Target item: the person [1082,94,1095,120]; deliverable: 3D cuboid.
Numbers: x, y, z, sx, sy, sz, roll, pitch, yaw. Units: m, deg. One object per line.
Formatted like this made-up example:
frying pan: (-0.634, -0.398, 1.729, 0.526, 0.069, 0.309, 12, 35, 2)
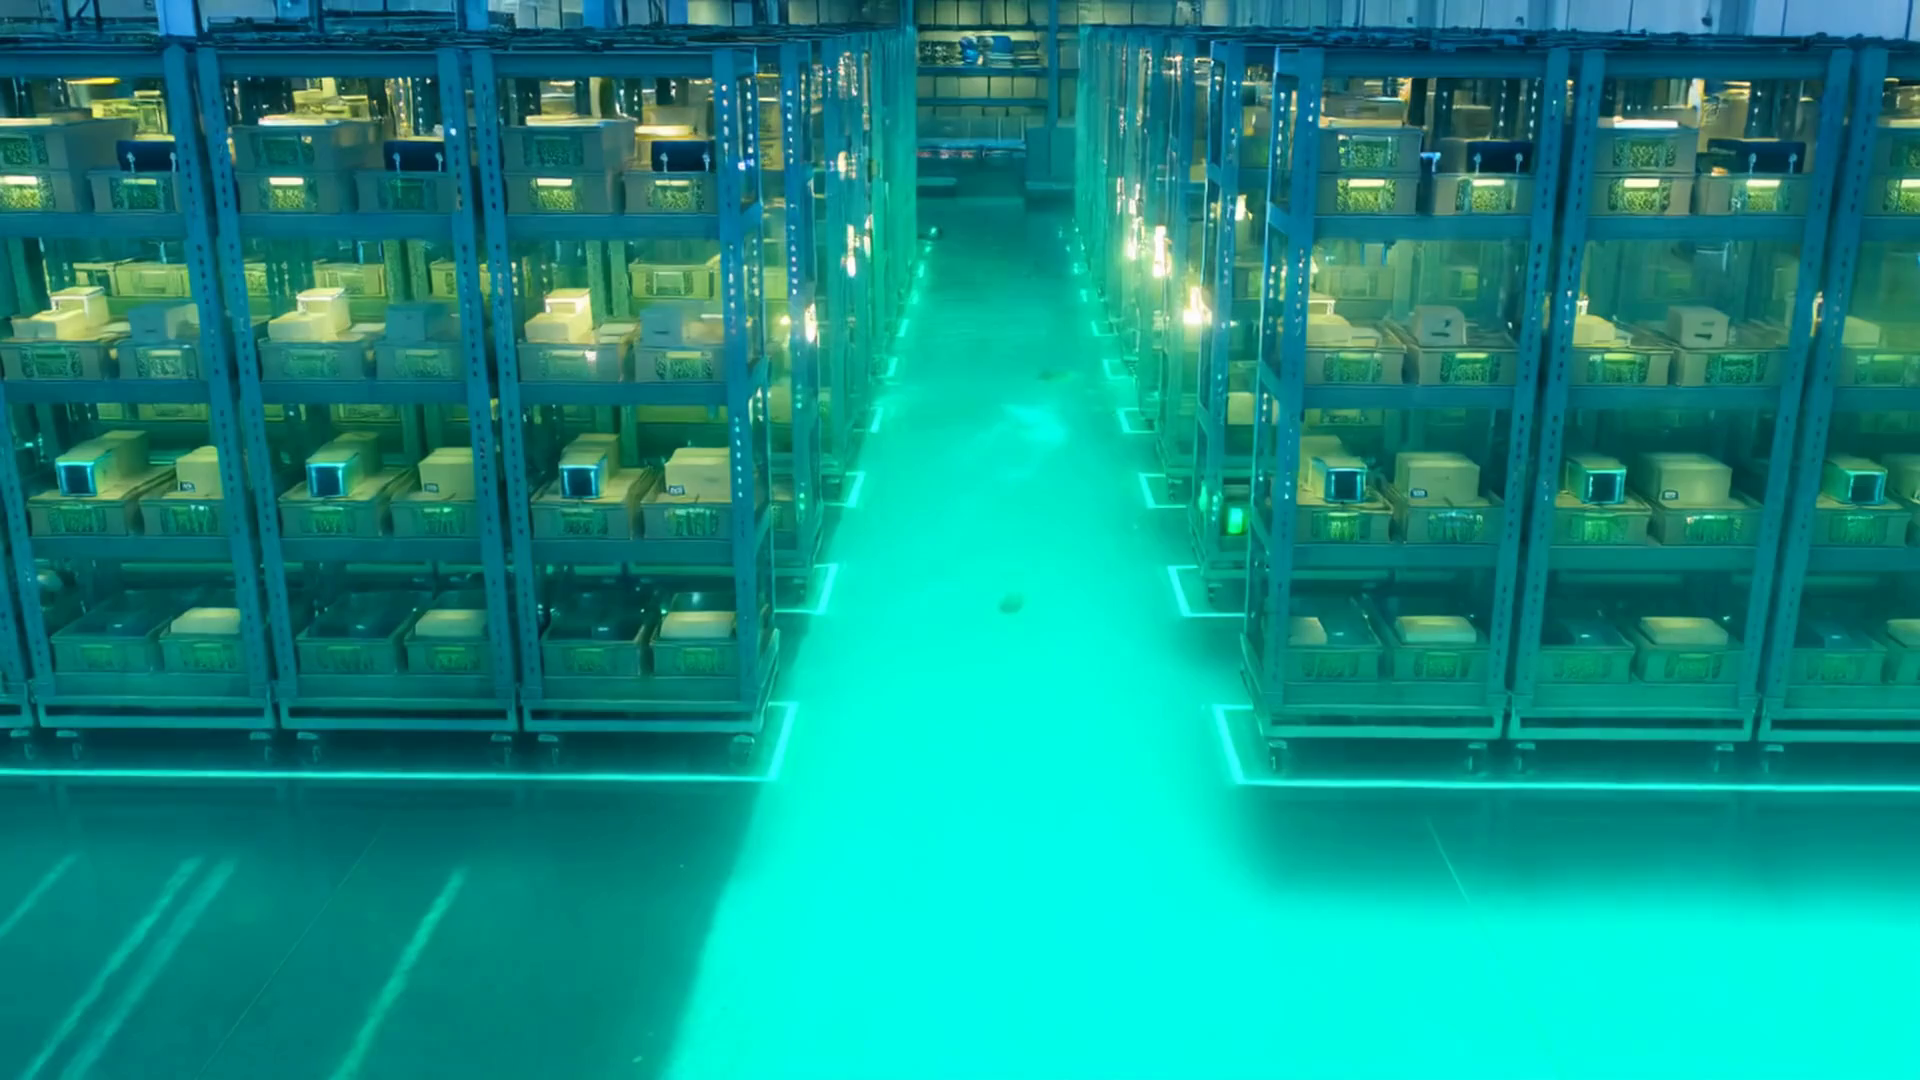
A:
person: (3.326, -10.501, 42.587, 0.611, 1.985, 0.414, -2, 18, -5)
